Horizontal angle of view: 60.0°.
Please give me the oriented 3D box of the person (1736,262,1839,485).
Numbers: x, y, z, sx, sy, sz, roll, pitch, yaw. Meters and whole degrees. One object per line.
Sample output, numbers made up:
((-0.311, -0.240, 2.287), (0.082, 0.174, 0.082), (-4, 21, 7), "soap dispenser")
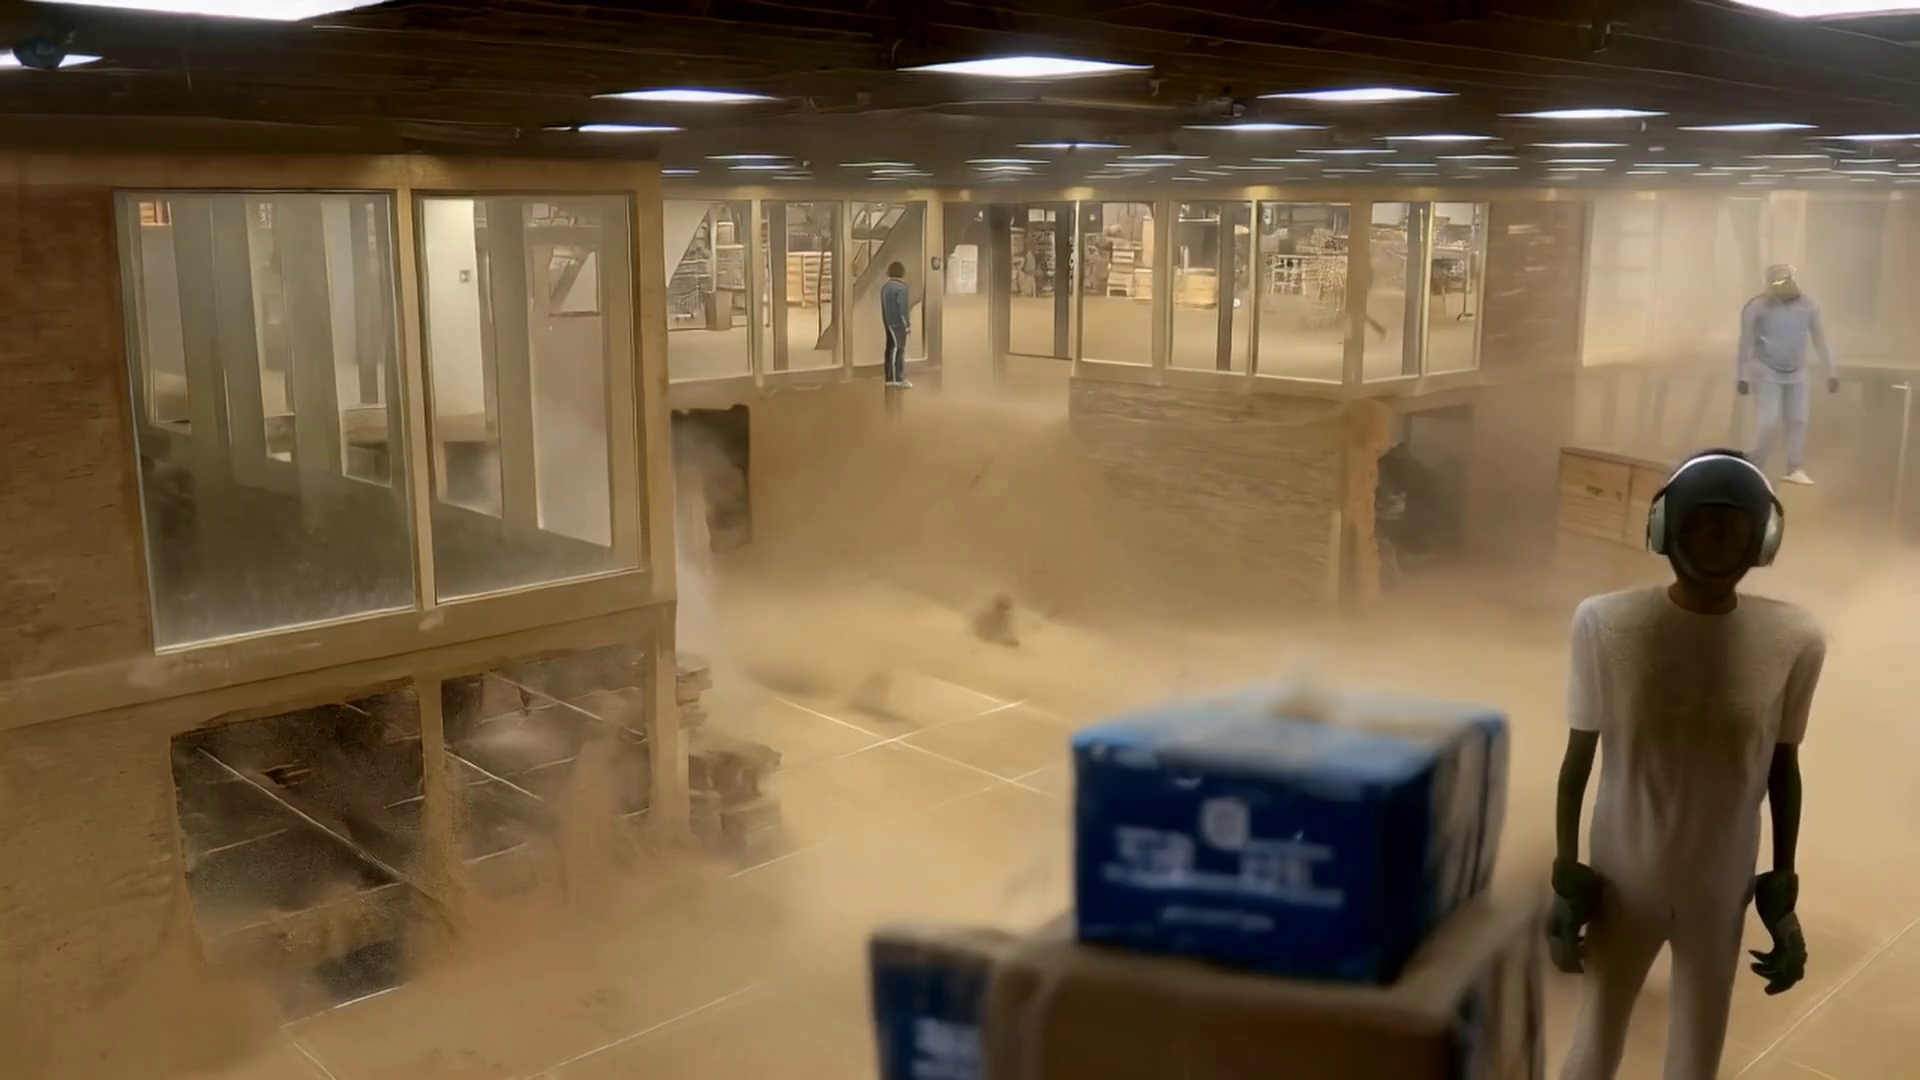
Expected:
((6.997, -1.408, 14.101), (0.802, 1.885, 0.483), (1, 11, 6), "person")

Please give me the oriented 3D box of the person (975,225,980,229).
((0.479, -7.737, 45.647), (0.679, 1.936, 0.840), (4, 12, 21), "person")

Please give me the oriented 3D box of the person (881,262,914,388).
((-0.822, -2.802, 21.685), (0.277, 1.633, 0.507), (-10, 15, -40), "person")

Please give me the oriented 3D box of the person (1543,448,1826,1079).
((1.471, 0.734, 3.411), (0.521, 1.865, 0.334), (2, 11, 8), "person")
